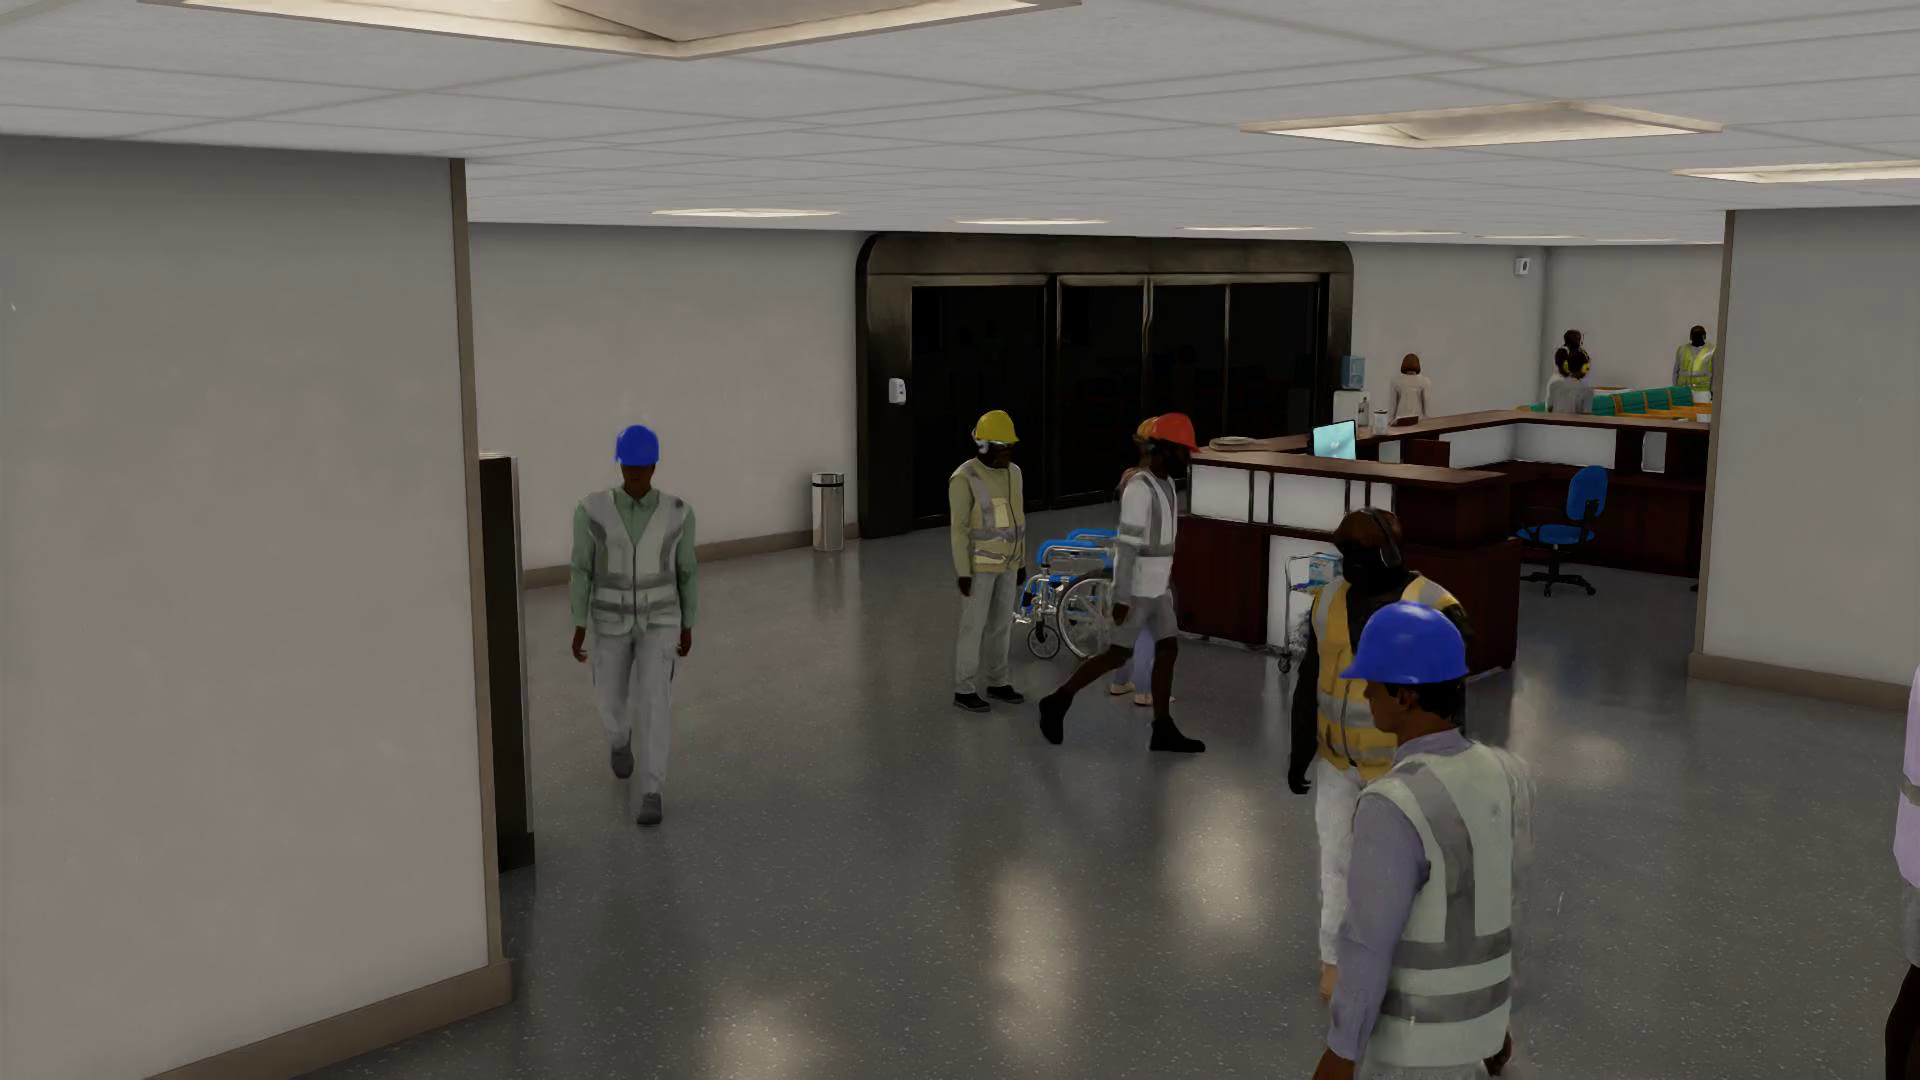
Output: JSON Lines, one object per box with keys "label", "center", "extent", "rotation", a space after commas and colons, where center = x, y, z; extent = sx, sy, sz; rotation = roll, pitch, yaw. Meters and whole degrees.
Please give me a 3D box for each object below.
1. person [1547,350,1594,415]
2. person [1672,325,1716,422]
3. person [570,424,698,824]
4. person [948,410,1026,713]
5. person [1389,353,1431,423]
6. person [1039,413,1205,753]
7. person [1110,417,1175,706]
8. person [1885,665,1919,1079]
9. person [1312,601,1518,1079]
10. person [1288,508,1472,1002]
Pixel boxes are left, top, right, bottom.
{"label": "person", "center": [6.035, -0.954, 16.553], "extent": [0.361, 1.854, 0.600], "rotation": [-7, 11, -35]}
{"label": "person", "center": [10.674, -2.195, 24.182], "extent": [0.635, 1.840, 0.429], "rotation": [7, 12, 38]}
{"label": "person", "center": [-1.602, 0.372, 8.216], "extent": [0.620, 1.923, 0.854], "rotation": [-2, 9, -10]}
{"label": "person", "center": [0.195, 0.125, 10.026], "extent": [0.403, 1.823, 0.595], "rotation": [8, 13, 42]}
{"label": "person", "center": [5.483, -1.459, 20.298], "extent": [0.499, 1.633, 0.280], "rotation": [4, 10, 22]}
{"label": "person", "center": [0.906, 0.235, 9.160], "extent": [0.859, 1.895, 0.578], "rotation": [4, 10, 26]}
{"label": "person", "center": [1.153, 0.127, 10.212], "extent": [0.349, 1.758, 0.522], "rotation": [-4, 10, -26]}
{"label": "person", "center": [2.847, 0.933, 4.700], "extent": [0.359, 1.938, 0.545], "rotation": [3, 10, 18]}
{"label": "person", "center": [1.142, 1.097, 3.797], "extent": [0.889, 1.913, 0.596], "rotation": [6, 11, 34]}
{"label": "person", "center": [1.481, 0.788, 5.948], "extent": [0.445, 1.822, 0.626], "rotation": [-8, 12, -41]}
